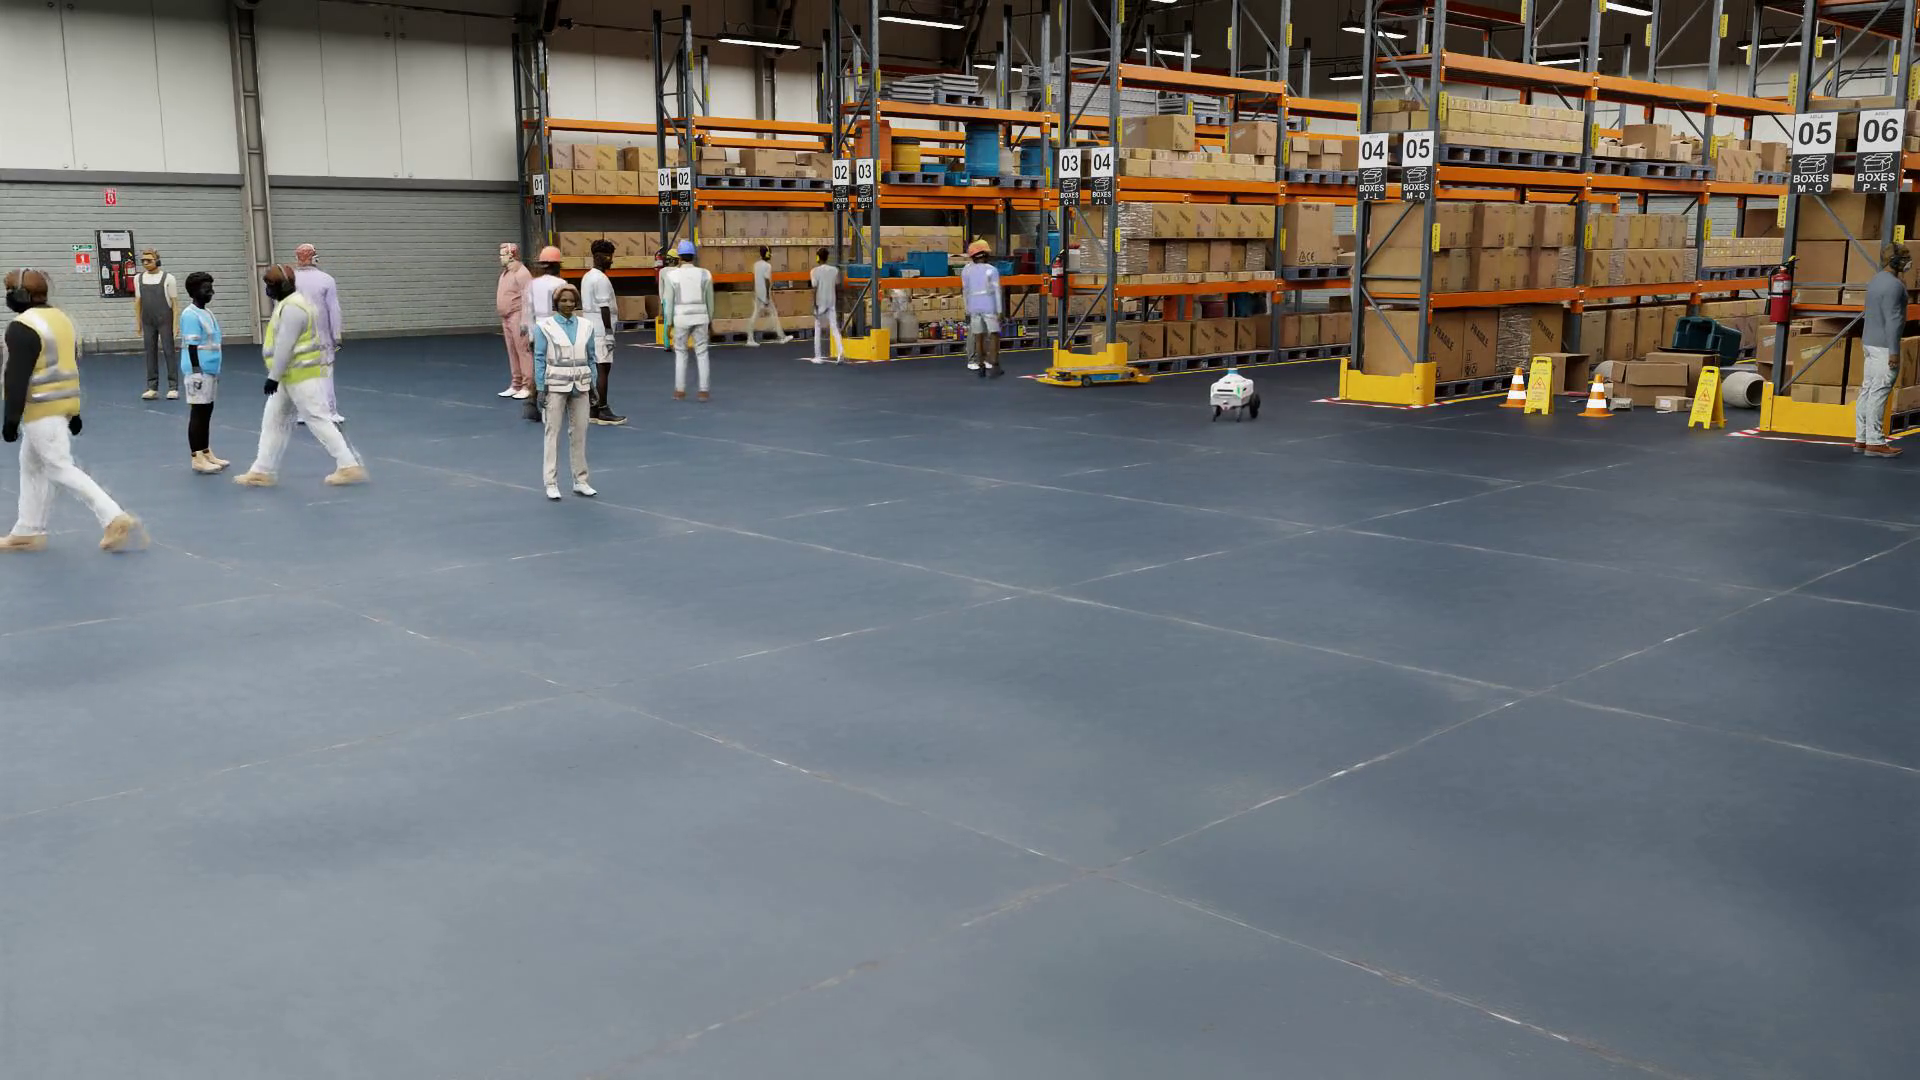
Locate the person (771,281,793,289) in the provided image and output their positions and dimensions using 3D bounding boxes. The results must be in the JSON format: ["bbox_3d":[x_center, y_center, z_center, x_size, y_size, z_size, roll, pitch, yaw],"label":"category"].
[{"bbox_3d":[-3.971,-5.690,37.024,0.603,1.830,0.404,5,11,25],"label":"person"}]

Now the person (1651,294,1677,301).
[{"bbox_3d":[13.200,-4.518,31.176,0.265,1.632,0.507,-8,13,-37],"label":"person"}]

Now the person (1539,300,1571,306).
[{"bbox_3d":[10.291,-4.173,28.570,0.629,1.905,0.984,8,13,36],"label":"person"}]

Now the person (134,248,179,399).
[{"bbox_3d":[-9.858,-2.654,20.434,0.506,1.845,0.344,0,10,-3],"label":"person"}]

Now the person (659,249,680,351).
[{"bbox_3d":[-4.956,-4.149,28.807,0.531,1.765,0.327,5,11,23],"label":"person"}]

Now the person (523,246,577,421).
[{"bbox_3d":[-4.459,-2.261,18.213,0.545,1.888,1.015,8,13,39],"label":"person"}]

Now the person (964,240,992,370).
[{"bbox_3d":[0.306,-3.522,24.940,0.367,1.927,0.594,10,14,43],"label":"person"}]

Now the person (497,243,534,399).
[{"bbox_3d":[-5.504,-2.700,20.525,0.399,1.905,0.642,-8,13,-38],"label":"person"}]

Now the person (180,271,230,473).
[{"bbox_3d":[-6.449,-1.434,14.175,0.320,1.698,0.538,-2,11,-9],"label":"person"}]

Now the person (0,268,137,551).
[{"bbox_3d":[-5.749,-0.818,10.557,0.907,1.811,0.640,-1,10,-6],"label":"person"}]

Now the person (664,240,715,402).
[{"bbox_3d":[-3.275,-2.661,20.208,0.611,1.946,0.406,-3,11,-18],"label":"person"}]

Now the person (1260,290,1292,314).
[{"bbox_3d":[5.782,-4.530,30.456,0.643,1.919,0.569,8,13,36],"label":"person"}]

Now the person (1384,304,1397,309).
[{"bbox_3d":[6.882,-3.738,26.795,0.726,1.666,0.553,-10,14,-43],"label":"person"}]

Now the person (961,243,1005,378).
[{"bbox_3d":[0.305,-3.286,23.746,0.597,1.898,0.431,3,11,15],"label":"person"}]

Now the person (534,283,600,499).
[{"bbox_3d":[-3.011,-1.140,12.747,0.523,1.636,0.311,-9,14,-39],"label":"person"}]

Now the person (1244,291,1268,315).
[{"bbox_3d":[5.655,-4.766,31.631,0.623,1.967,0.839,8,13,38],"label":"person"}]

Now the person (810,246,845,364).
[{"bbox_3d":[-2.072,-3.668,26.000,0.524,1.842,0.880,-5,11,-24],"label":"person"}]

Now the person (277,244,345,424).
[{"bbox_3d":[-6.910,-2.192,17.744,0.654,1.906,0.408,0,10,-1],"label":"person"}]

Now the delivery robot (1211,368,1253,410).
[{"bbox_3d":[3.001,-1.647,18.325,0.477,0.478,0.707,4,11,22],"label":"delivery robot"}]

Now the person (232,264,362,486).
[{"bbox_3d":[-5.331,-1.317,13.346,0.953,1.789,0.606,-6,12,-29],"label":"person"}]

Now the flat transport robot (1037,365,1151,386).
[{"bbox_3d":[1.818,-2.237,22.570,1.431,0.197,0.652,-6,12,-28],"label":"flat transport robot"}]

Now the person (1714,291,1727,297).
[{"bbox_3d":[15.057,-4.974,33.043,0.650,1.870,0.614,5,11,24],"label":"person"}]

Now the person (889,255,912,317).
[{"bbox_3d":[-1.156,-4.737,32.404,0.364,1.626,0.522,-9,14,-41],"label":"person"}]

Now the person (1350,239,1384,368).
[{"bbox_3d":[6.163,-3.562,25.135,0.545,1.938,0.357,8,13,37],"label":"person"}]

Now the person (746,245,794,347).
[{"bbox_3d":[-3.512,-4.433,30.223,0.515,1.815,1.011,10,14,44],"label":"person"}]

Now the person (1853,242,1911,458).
[{"bbox_3d":[8.457,-1.744,15.219,0.372,1.940,0.632,2,11,11],"label":"person"}]

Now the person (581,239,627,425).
[{"bbox_3d":[-3.831,-2.225,17.784,0.380,1.958,0.601,-6,12,-30],"label":"person"}]
